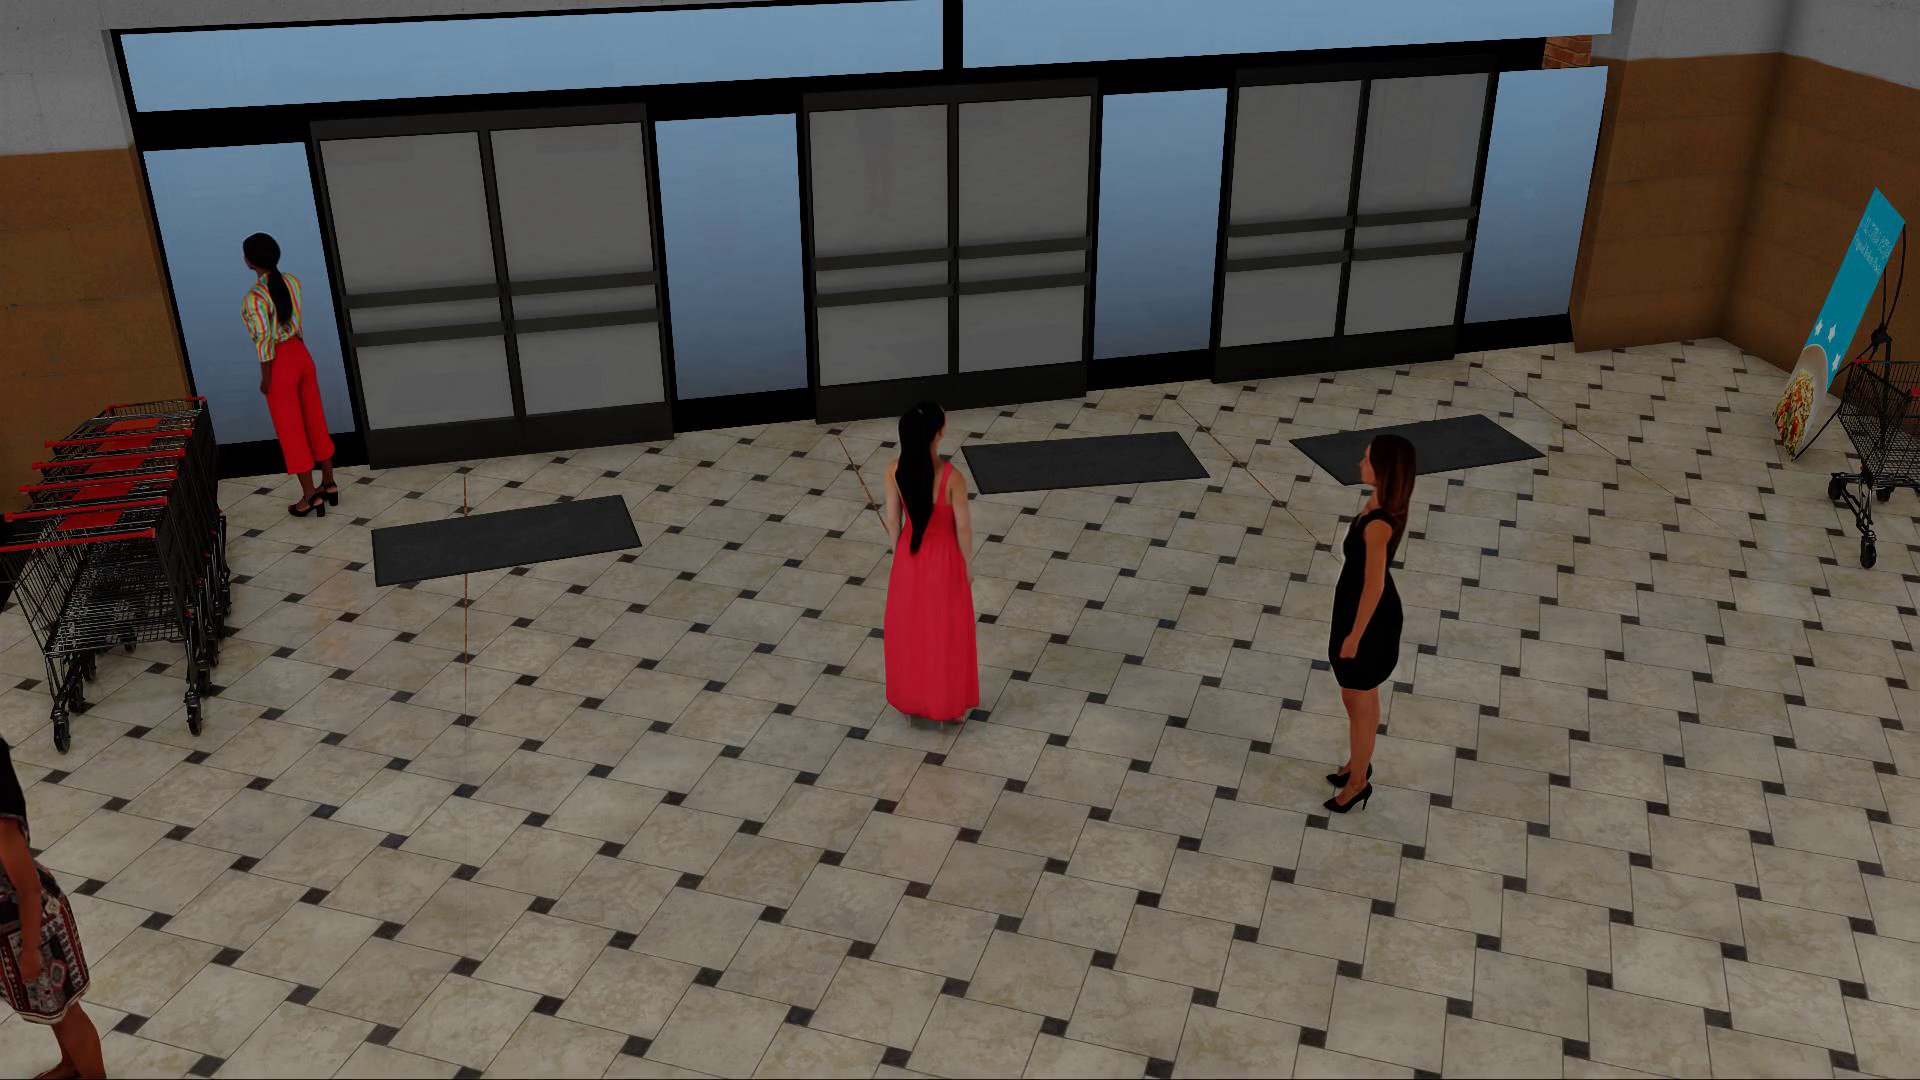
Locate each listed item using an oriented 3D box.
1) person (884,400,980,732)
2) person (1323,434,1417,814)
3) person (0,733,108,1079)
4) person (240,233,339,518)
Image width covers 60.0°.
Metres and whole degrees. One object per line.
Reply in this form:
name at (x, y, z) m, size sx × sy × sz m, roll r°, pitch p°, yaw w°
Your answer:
person at (-0.147, 0.138, 7.924) m, size 0.713 × 1.727 × 0.748 m, roll 10°, pitch 29°, yaw 19°
person at (1.788, 0.387, 7.315) m, size 0.726 × 1.835 × 0.630 m, roll 8°, pitch 28°, yaw 16°
person at (-3.215, 1.307, 5.712) m, size 0.784 × 1.645 × 0.637 m, roll -22°, pitch 34°, yaw -36°
person at (-4.067, -0.990, 10.077) m, size 0.749 × 1.792 × 0.648 m, roll 9°, pitch 28°, yaw 16°
